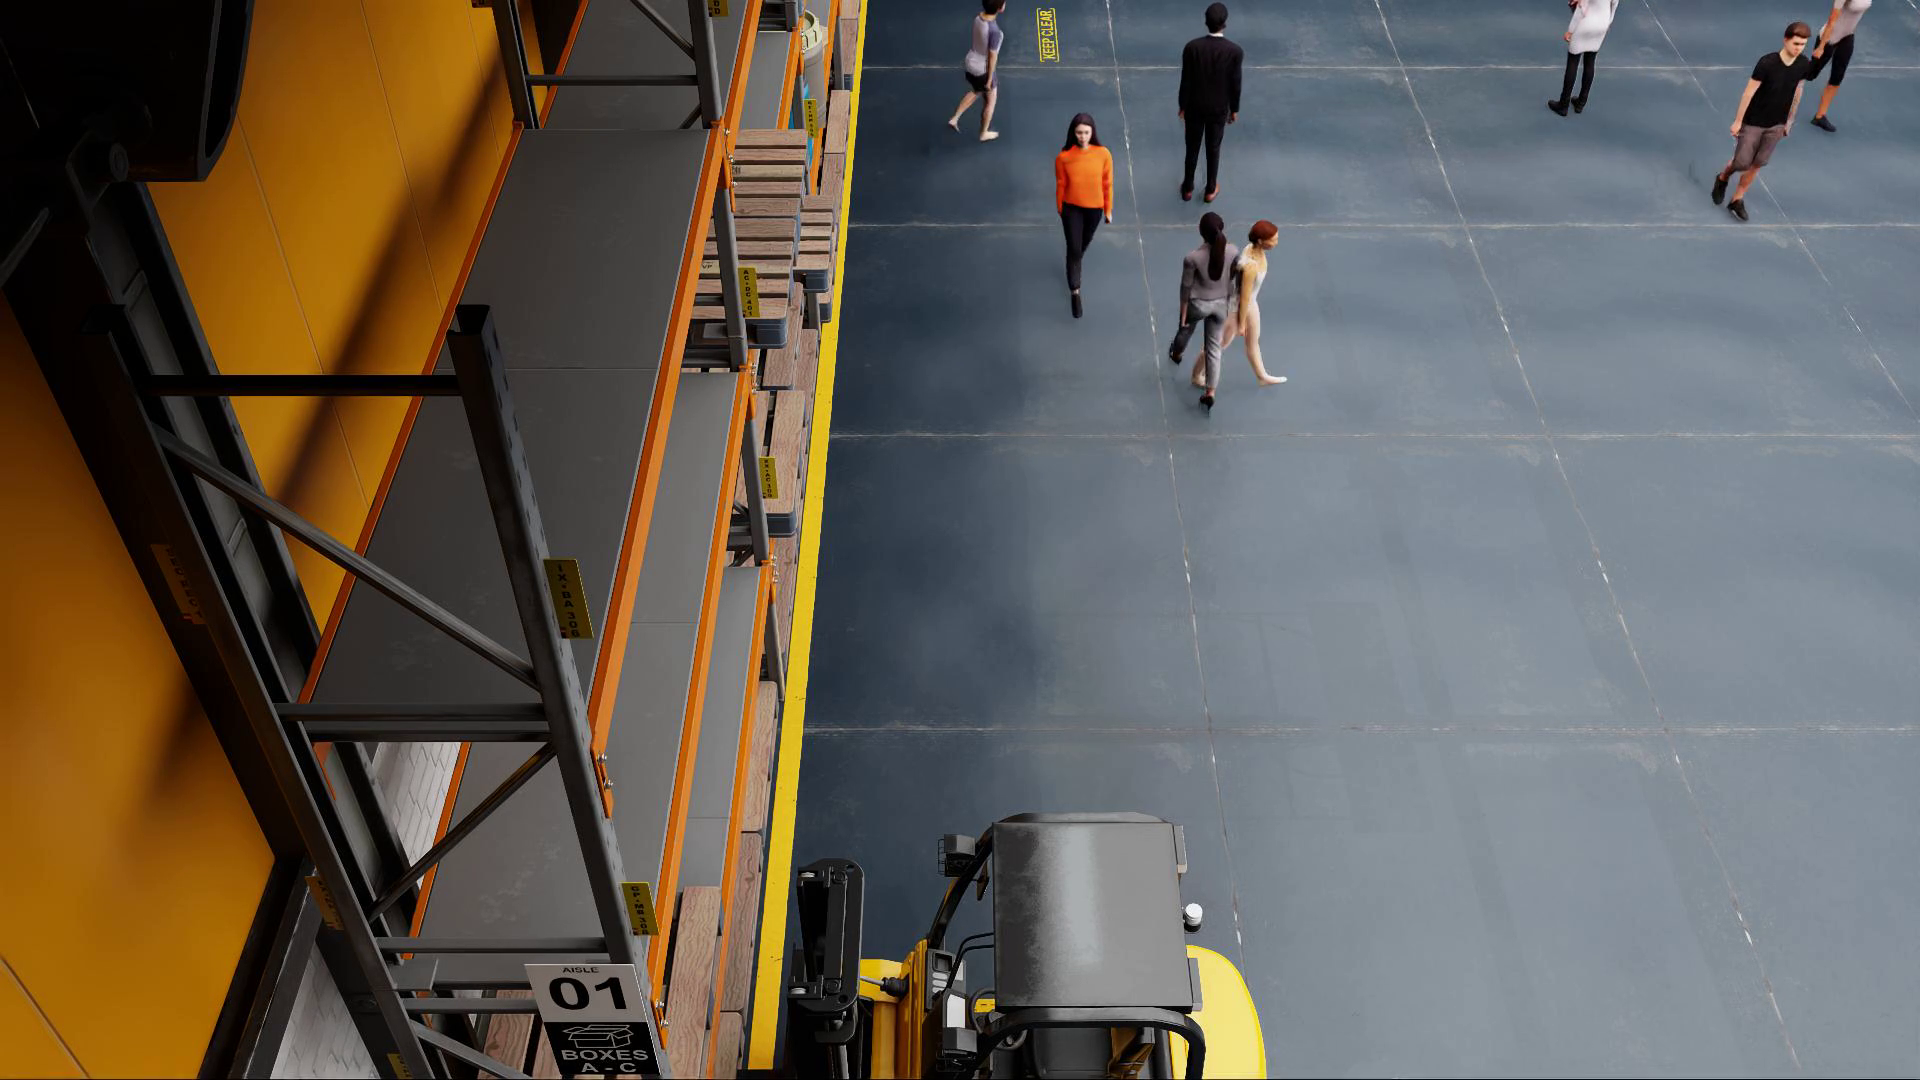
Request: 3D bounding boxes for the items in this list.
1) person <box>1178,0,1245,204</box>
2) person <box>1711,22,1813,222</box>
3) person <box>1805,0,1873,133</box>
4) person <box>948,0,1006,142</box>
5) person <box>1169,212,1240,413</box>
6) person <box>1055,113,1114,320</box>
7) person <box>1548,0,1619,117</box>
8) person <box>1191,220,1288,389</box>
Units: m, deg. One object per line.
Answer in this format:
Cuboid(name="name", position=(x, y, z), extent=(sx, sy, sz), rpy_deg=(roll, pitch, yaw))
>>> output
Cuboid(name="person", position=(2.225, -3.929, 15.002), extent=(0.734, 1.881, 0.599), rpy_deg=(6, 44, 6))
Cuboid(name="person", position=(7.156, -3.796, 14.880), extent=(0.717, 1.857, 0.778), rpy_deg=(-3, 44, -3))
Cuboid(name="person", position=(8.385, -4.857, 16.093), extent=(0.956, 1.719, 1.162), rpy_deg=(-21, 48, -21))
Cuboid(name="person", position=(0.155, -4.491, 15.840), extent=(0.843, 1.539, 0.826), rpy_deg=(-24, 48, -23))
Cuboid(name="person", position=(1.938, -1.727, 12.878), extent=(0.725, 1.623, 1.108), rpy_deg=(-6, 44, -6))
Cuboid(name="person", position=(1.024, -2.819, 13.961), extent=(0.705, 1.710, 1.113), rpy_deg=(-4, 44, -4))
Cuboid(name="person", position=(6.127, -5.003, 16.185), extent=(0.692, 1.804, 0.670), rpy_deg=(-10, 44, -10))
Cuboid(name="person", position=(2.111, -1.821, 12.995), extent=(0.844, 1.598, 0.992), rpy_deg=(13, 45, 14))
